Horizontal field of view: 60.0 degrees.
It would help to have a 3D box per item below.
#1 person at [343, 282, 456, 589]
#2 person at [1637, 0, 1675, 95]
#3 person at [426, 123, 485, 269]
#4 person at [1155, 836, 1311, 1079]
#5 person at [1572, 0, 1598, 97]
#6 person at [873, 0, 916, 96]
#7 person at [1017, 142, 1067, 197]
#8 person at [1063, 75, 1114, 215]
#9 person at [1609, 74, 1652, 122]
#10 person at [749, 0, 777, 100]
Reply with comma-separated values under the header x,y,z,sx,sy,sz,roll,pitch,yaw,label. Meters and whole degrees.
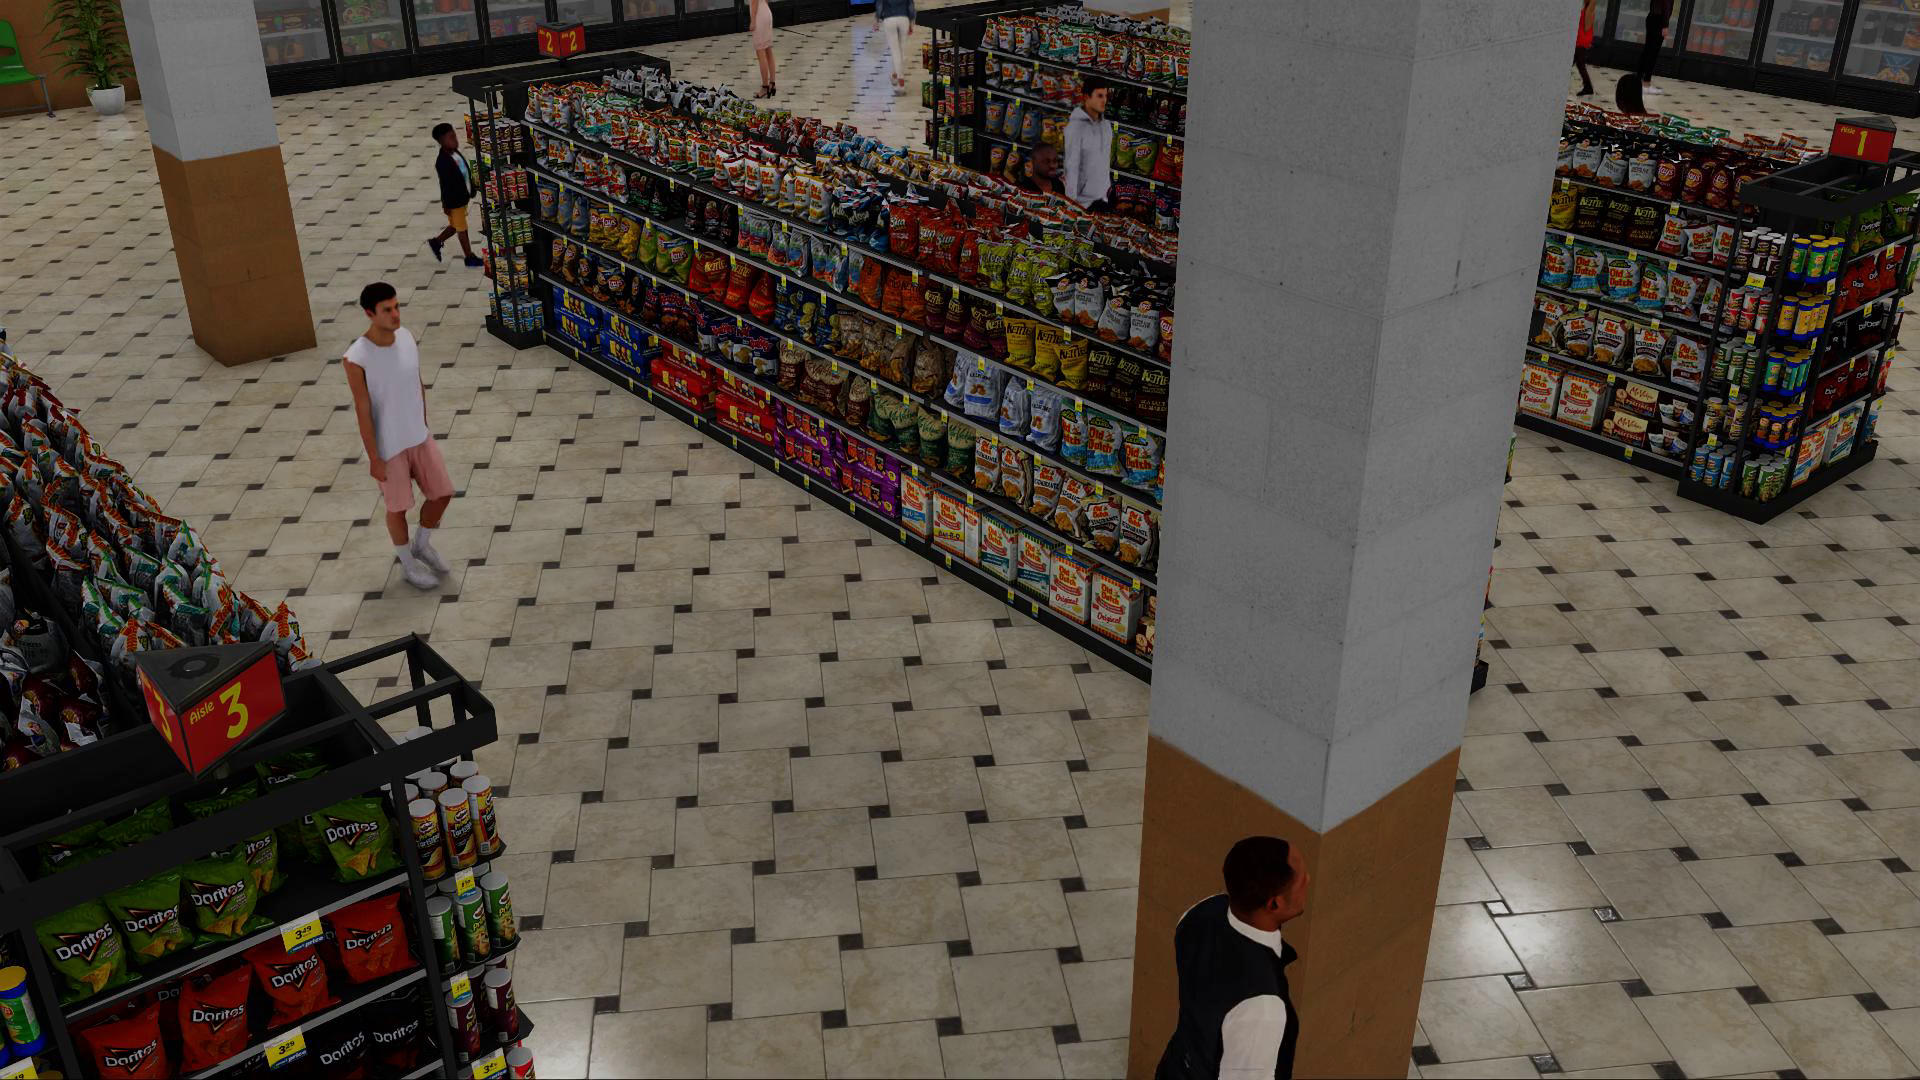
x,y,z,sx,sy,sz,roll,pitch,yaw,label
-3.129,-0.571,9.104,0.732,1.775,0.716,18,32,31,person
8.733,-6.483,20.841,0.731,1.705,0.654,0,27,1,person
-4.439,-2.978,14.422,0.865,1.258,0.803,3,27,5,person
0.630,1.641,4.651,1.113,1.858,1.333,-8,28,-15,person
7.747,-6.139,20.663,0.514,1.251,0.924,-19,33,-33,person
-0.759,-6.392,20.696,0.806,1.673,1.034,-12,29,-22,person
0.543,-1.887,11.652,0.679,1.818,0.556,-24,36,-39,person
0.919,-2.715,13.186,0.704,1.907,1.061,-23,35,-37,person
5.653,-3.111,14.260,0.912,1.643,1.186,-10,29,-19,person
-2.440,-6.394,20.526,0.646,1.829,0.644,11,29,20,person
